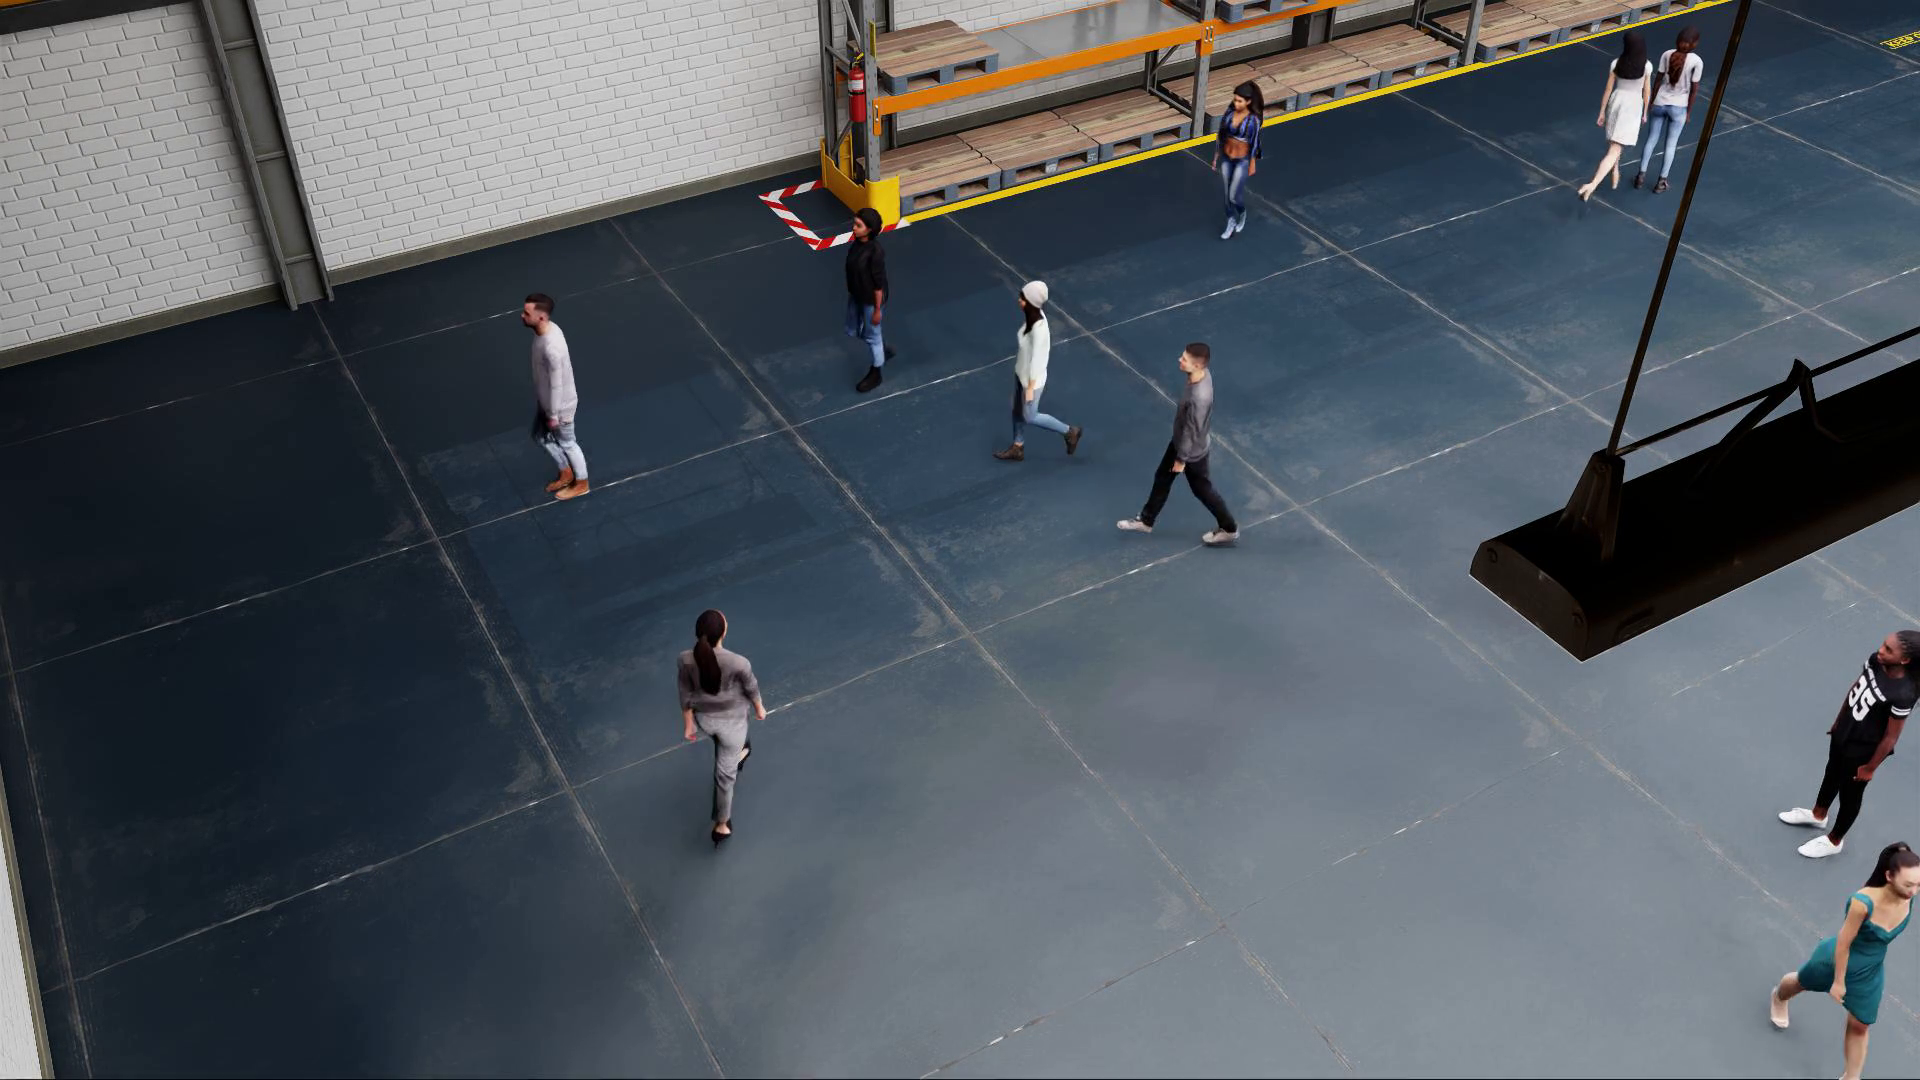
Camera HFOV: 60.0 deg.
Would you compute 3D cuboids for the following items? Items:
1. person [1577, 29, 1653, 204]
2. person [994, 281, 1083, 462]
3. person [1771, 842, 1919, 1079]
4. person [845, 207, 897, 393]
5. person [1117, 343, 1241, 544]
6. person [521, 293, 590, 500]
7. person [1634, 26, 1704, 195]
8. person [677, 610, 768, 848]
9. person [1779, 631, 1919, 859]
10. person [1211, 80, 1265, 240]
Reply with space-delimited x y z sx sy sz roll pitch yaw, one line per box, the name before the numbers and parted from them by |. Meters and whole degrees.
person | 6.568 -4.152 16.590 0.923 1.718 1.269 27 46 30
person | 0.630 -1.286 13.074 1.013 1.626 0.801 -4 39 -5
person | 4.614 2.165 8.744 1.046 1.638 0.864 -5 39 -6
person | -0.703 -2.040 13.972 0.696 1.684 0.617 -24 44 -27
person | 1.784 -0.664 12.223 1.243 1.716 1.039 2 39 2
person | -3.000 -1.096 12.672 0.652 1.831 0.730 -14 41 -17
person | 7.199 -4.377 16.870 0.646 1.719 0.631 27 46 30
person | -1.462 1.177 9.987 1.057 1.631 1.123 10 40 13
person | 5.348 1.199 9.881 0.714 1.728 0.698 0 39 0
person | 2.706 -3.673 16.076 0.696 1.610 0.702 30 48 32
